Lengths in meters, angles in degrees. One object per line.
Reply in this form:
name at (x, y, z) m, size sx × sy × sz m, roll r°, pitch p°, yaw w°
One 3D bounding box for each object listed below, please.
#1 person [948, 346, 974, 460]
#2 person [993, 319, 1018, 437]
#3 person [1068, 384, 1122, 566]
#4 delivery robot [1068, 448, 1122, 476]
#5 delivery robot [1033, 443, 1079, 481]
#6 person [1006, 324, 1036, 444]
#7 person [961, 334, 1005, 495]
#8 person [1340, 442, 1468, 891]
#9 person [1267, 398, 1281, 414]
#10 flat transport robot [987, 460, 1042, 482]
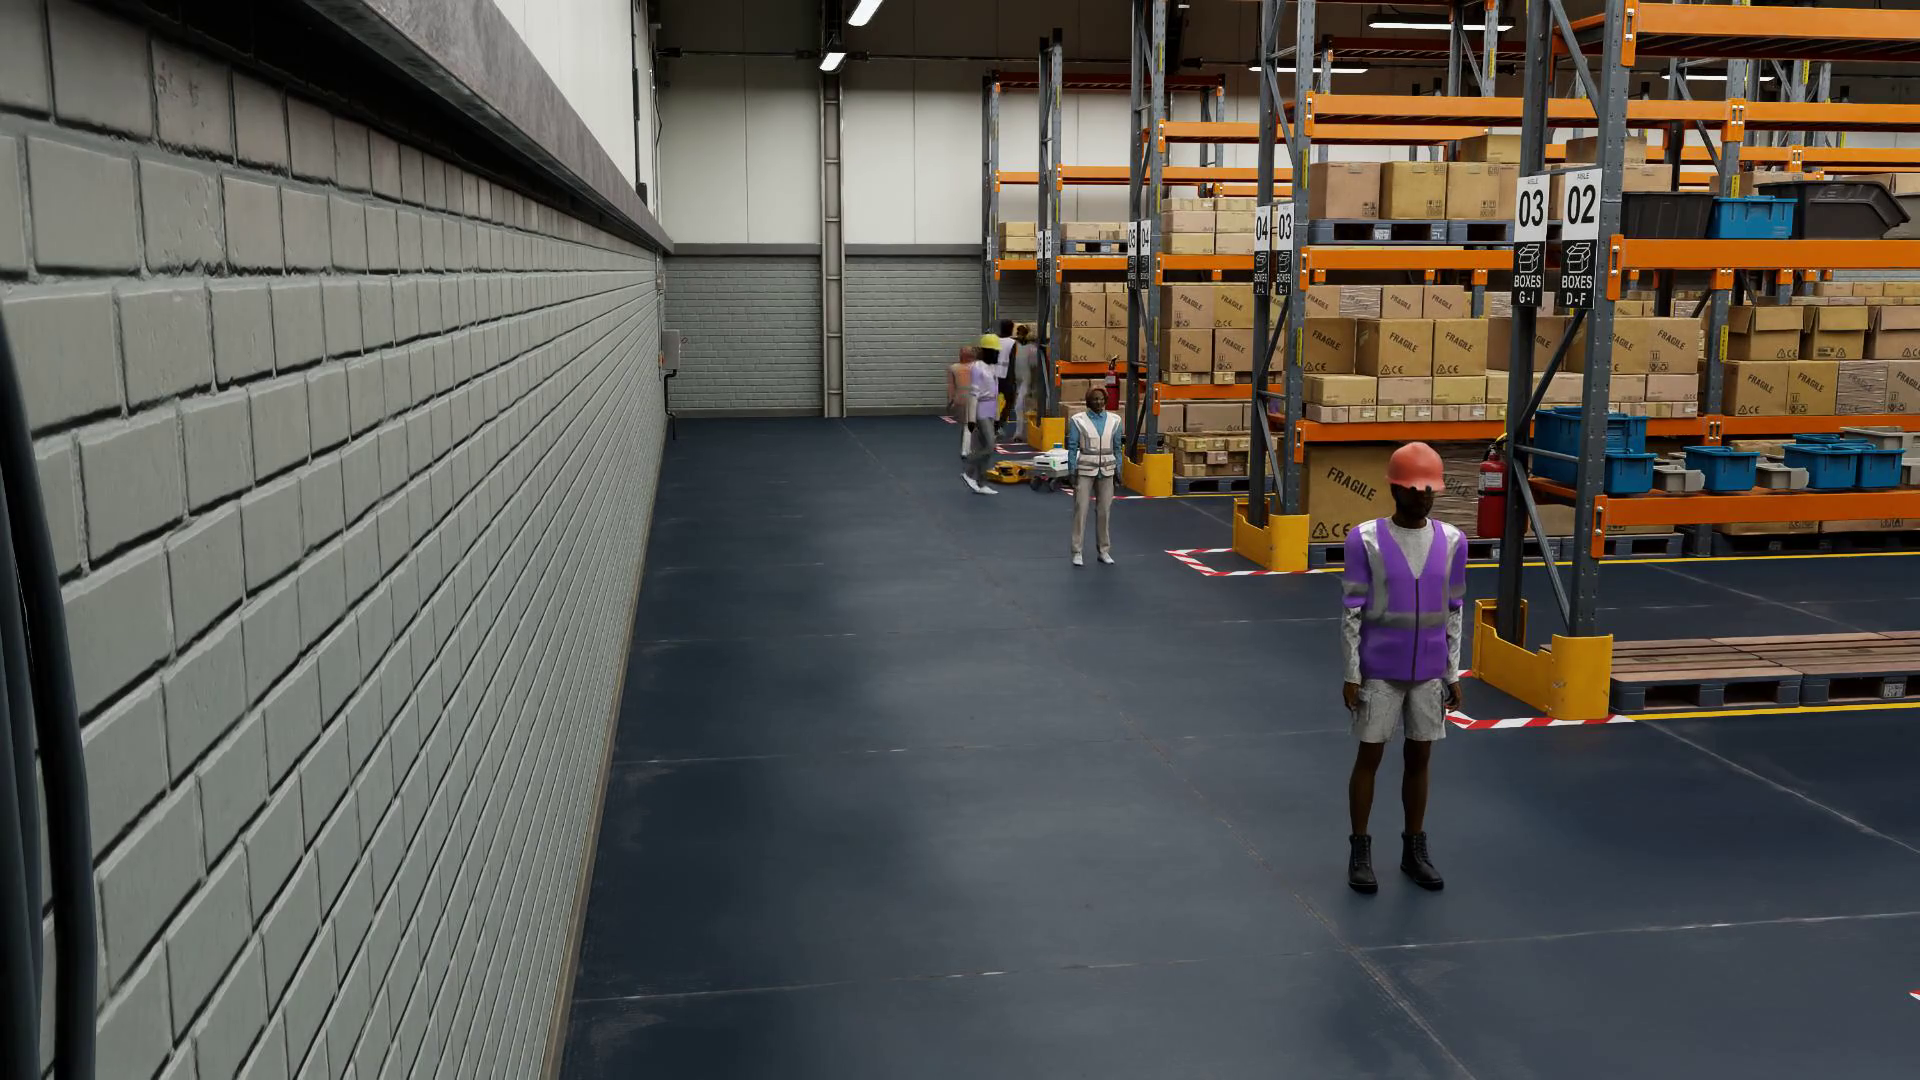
person at (0.091, -1.941, 23.516) m, size 0.526 × 1.600 × 0.886 m, roll 2°, pitch 9°, yaw 13°
person at (0.621, -2.547, 26.354) m, size 0.701 × 1.890 × 0.455 m, roll 6°, pitch 11°, yaw 31°
person at (1.217, -0.587, 15.004) m, size 0.521 × 1.638 × 0.311 m, roll -3°, pitch 10°, yaw -15°
delivery robot at (1.655, -0.989, 20.529) m, size 0.477 × 0.478 × 0.707 m, roll -9°, pitch 13°, yaw -44°
delivery robot at (1.191, -0.934, 20.190) m, size 0.477 × 0.478 × 0.707 m, roll 6°, pitch 11°, yaw 35°
person at (1.024, -2.402, 25.593) m, size 0.680 × 1.843 × 0.556 m, roll -4°, pitch 10°, yaw -25°
person at (0.315, -1.471, 19.602) m, size 0.433 × 1.912 × 0.630 m, roll 3°, pitch 10°, yaw 20°
person at (1.899, 0.543, 7.117) m, size 0.544 × 1.938 × 0.355 m, roll -1°, pitch 9°, yaw -6°
person at (4.559, -2.183, 24.143) m, size 0.489 × 1.867 × 0.679 m, roll 5°, pitch 10°, yaw 26°
flat transport robot at (1.062, -0.897, 21.123) m, size 1.431 × 0.197 × 0.652 m, roll -4°, pitch 10°, yaw -22°
